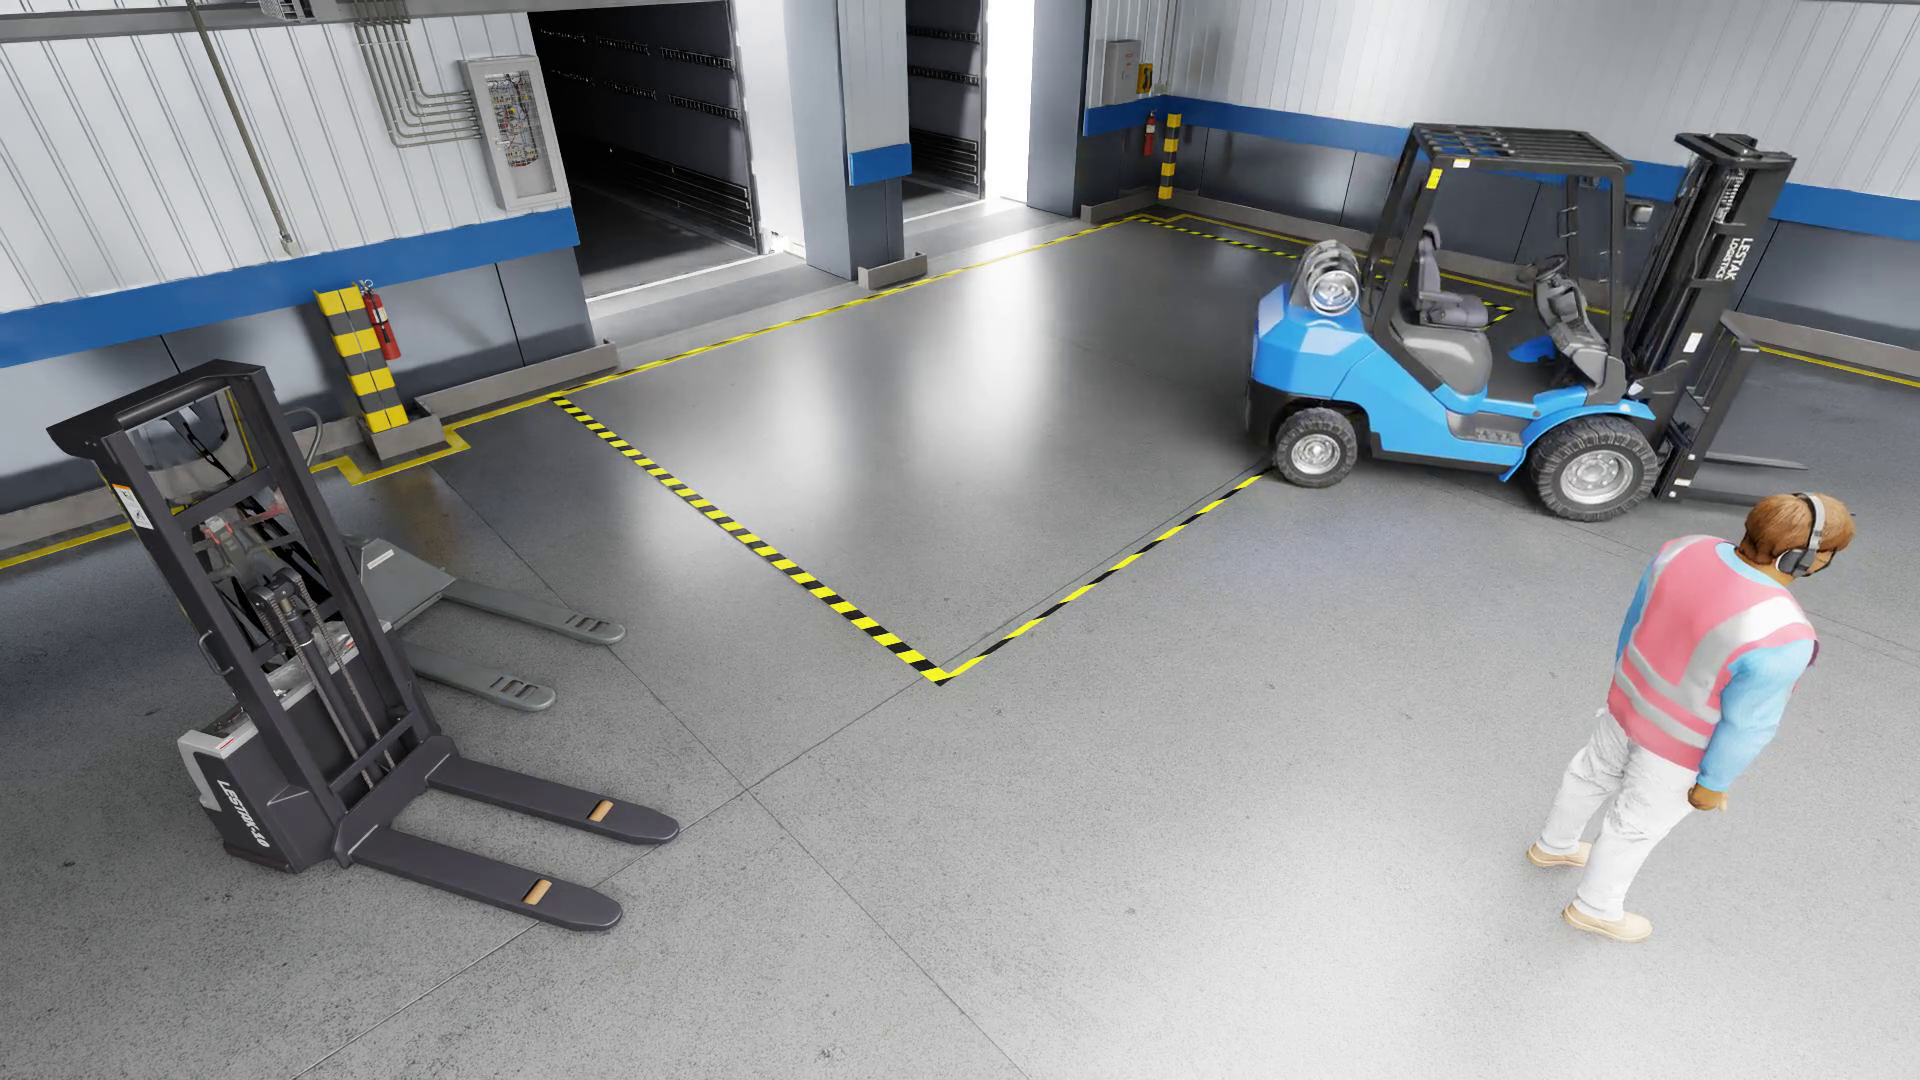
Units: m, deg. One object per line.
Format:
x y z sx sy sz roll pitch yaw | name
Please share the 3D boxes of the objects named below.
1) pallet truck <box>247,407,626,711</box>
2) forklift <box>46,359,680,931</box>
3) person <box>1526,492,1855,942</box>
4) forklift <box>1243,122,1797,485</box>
-2.628 0.038 4.590 1.601 1.201 0.680 12 36 18 | pallet truck
-2.135 0.422 3.354 1.885 1.965 0.823 10 35 14 | forklift
2.476 0.635 3.178 0.431 1.844 0.622 2 34 4 | person
3.368 -1.541 5.925 2.680 2.036 1.157 9 35 13 | forklift
